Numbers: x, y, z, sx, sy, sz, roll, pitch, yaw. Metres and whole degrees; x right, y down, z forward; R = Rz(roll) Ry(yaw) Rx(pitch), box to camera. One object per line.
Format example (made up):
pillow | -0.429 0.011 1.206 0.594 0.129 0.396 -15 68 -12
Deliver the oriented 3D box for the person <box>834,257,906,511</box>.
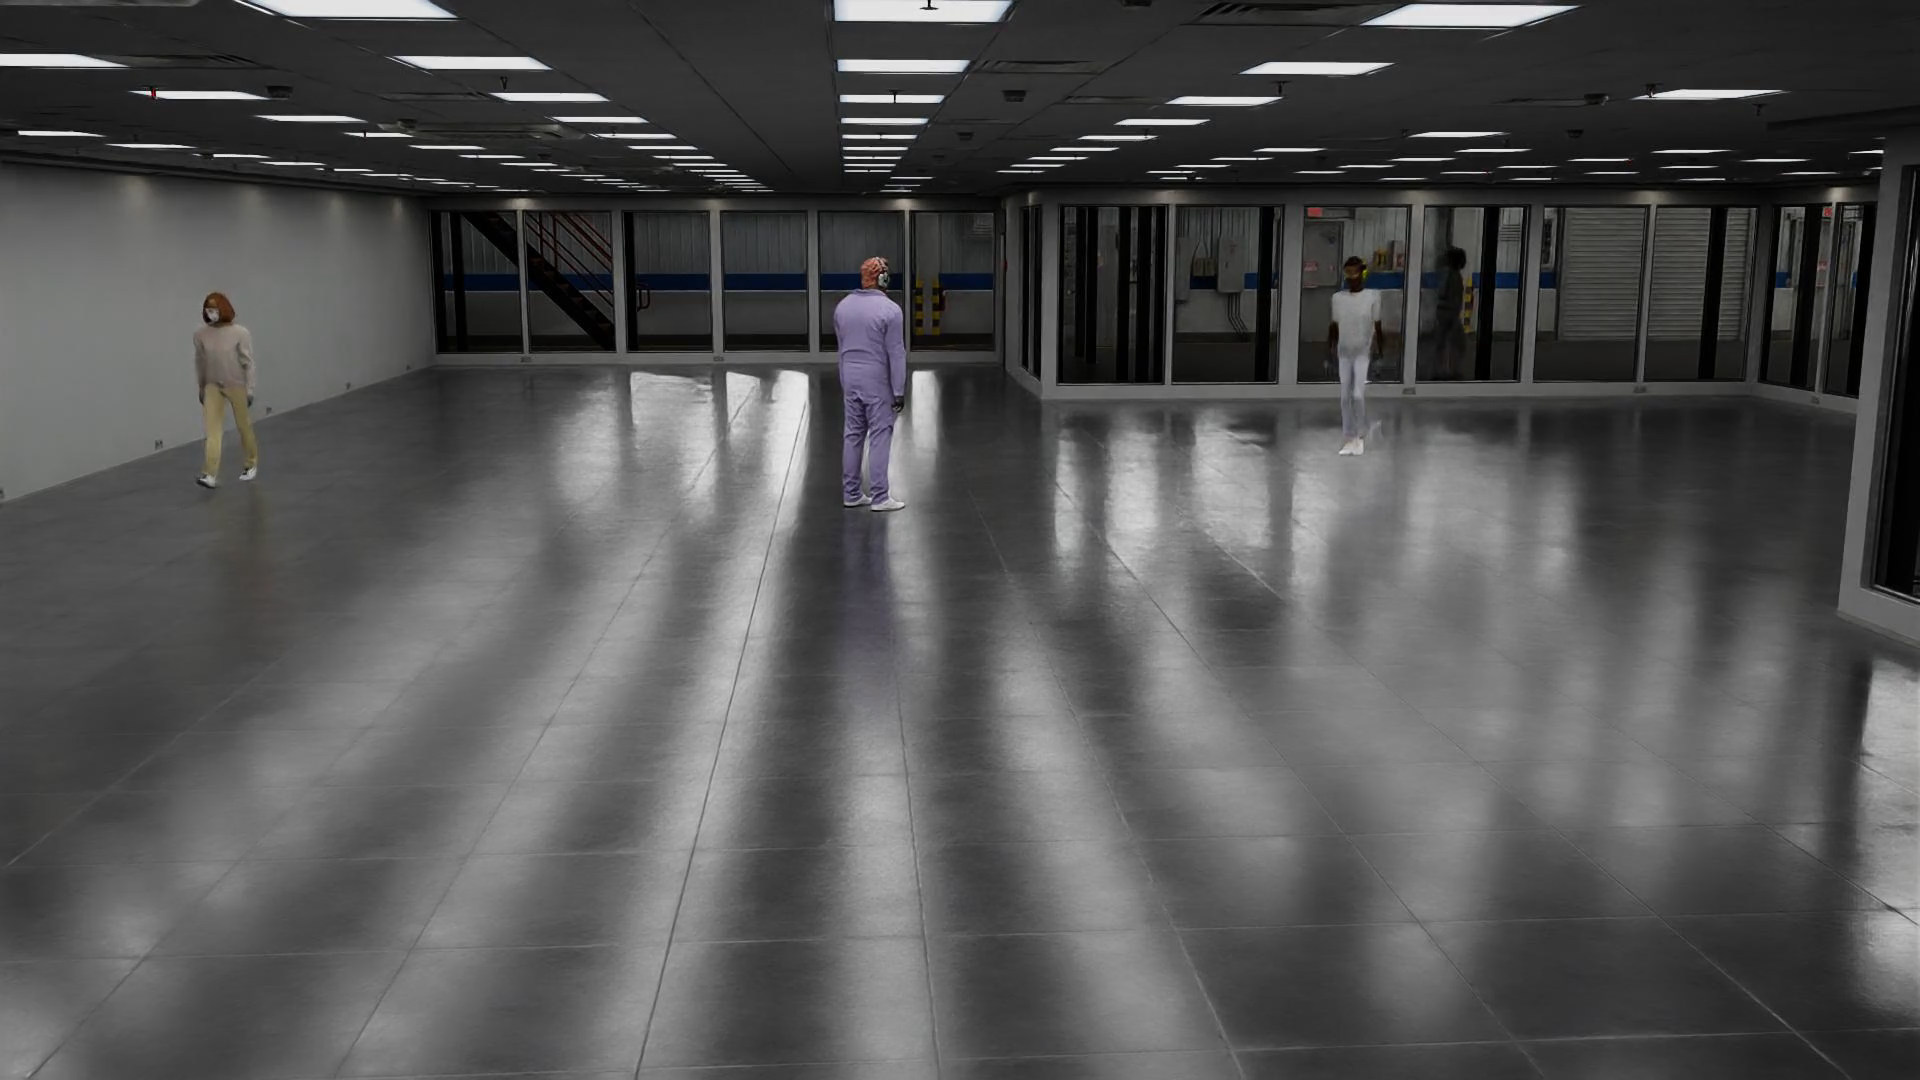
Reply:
person | -0.644 -1.165 12.514 0.635 1.900 0.397 8 13 37

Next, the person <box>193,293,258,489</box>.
person | -6.048 -1.233 13.678 0.517 1.582 0.877 0 11 0

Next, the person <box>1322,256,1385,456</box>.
person | 3.650 -1.699 15.483 0.570 1.853 0.496 7 12 32
